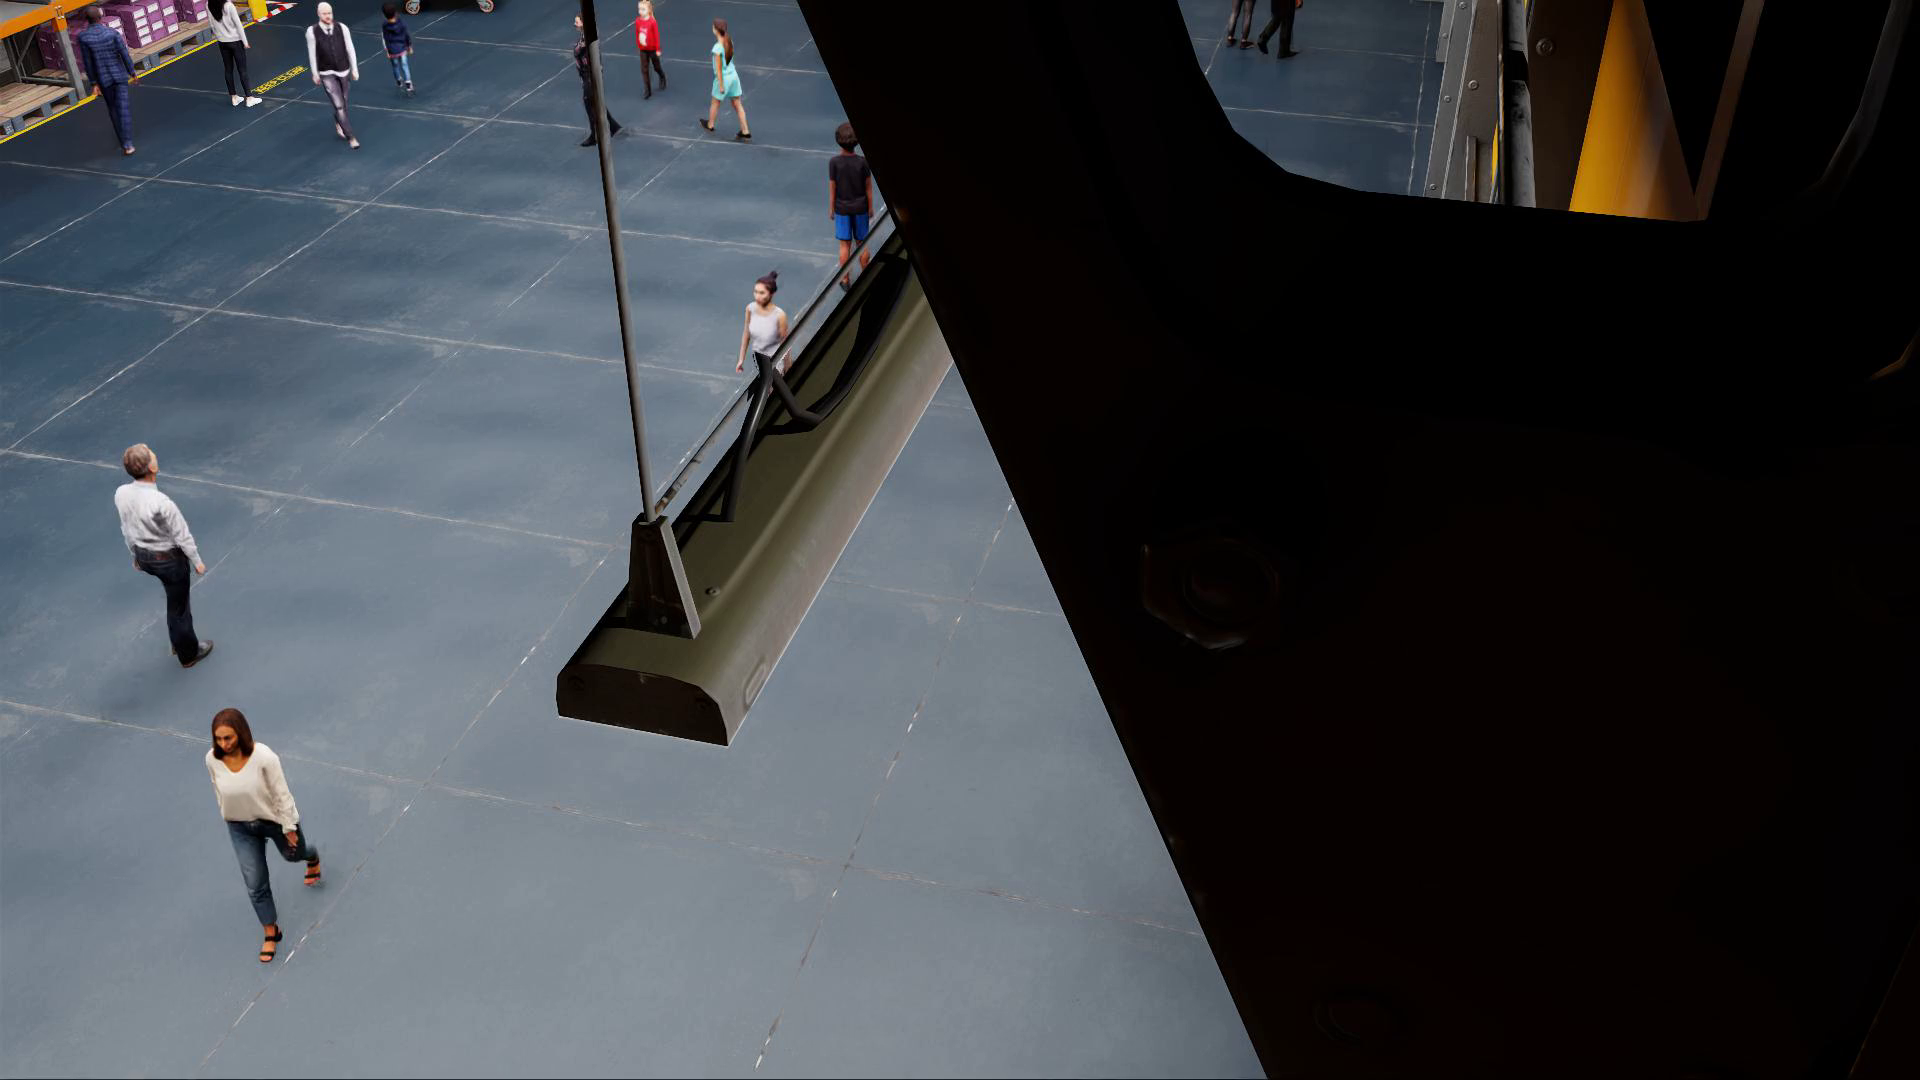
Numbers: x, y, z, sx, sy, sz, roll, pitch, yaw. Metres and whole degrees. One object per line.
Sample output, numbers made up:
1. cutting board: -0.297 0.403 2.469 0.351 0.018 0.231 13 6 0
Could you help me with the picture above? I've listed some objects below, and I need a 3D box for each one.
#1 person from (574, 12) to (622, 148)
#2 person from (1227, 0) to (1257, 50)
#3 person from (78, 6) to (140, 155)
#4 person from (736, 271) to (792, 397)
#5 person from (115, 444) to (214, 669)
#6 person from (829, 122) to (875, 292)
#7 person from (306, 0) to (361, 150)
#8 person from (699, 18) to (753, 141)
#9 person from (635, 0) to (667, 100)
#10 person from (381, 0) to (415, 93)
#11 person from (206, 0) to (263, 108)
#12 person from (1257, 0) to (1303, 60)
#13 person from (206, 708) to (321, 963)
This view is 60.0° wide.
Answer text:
1. person: -4.631 -5.849 21.023 0.874 1.691 0.856 -11 35 -16
2. person: 4.170 -8.108 24.400 0.706 1.713 0.678 22 40 30
3. person: -10.567 -5.698 20.691 0.902 1.805 1.005 -8 34 -11
4. person: -1.651 -1.632 14.793 0.824 1.563 1.141 21 39 28
5. person: -5.739 0.166 11.862 0.702 1.813 0.650 12 35 17
6. person: -1.135 -3.470 17.349 0.689 1.796 0.676 -4 34 -7
7. person: -7.895 -5.876 20.999 1.291 1.761 1.280 -21 39 -28
8. person: -2.909 -5.814 21.130 0.884 1.514 1.052 23 40 31
9. person: -4.220 -6.719 22.716 0.533 1.265 0.878 6 34 9
10. person: -7.706 -6.720 22.783 0.831 1.192 0.944 -12 36 -18
11. person: -9.771 -6.665 22.244 0.612 1.698 0.544 8 34 12
12. person: 4.580 -7.870 23.873 1.076 1.902 1.015 -18 38 -25
13. person: -4.076 1.617 9.830 0.795 1.647 1.107 0 34 0
